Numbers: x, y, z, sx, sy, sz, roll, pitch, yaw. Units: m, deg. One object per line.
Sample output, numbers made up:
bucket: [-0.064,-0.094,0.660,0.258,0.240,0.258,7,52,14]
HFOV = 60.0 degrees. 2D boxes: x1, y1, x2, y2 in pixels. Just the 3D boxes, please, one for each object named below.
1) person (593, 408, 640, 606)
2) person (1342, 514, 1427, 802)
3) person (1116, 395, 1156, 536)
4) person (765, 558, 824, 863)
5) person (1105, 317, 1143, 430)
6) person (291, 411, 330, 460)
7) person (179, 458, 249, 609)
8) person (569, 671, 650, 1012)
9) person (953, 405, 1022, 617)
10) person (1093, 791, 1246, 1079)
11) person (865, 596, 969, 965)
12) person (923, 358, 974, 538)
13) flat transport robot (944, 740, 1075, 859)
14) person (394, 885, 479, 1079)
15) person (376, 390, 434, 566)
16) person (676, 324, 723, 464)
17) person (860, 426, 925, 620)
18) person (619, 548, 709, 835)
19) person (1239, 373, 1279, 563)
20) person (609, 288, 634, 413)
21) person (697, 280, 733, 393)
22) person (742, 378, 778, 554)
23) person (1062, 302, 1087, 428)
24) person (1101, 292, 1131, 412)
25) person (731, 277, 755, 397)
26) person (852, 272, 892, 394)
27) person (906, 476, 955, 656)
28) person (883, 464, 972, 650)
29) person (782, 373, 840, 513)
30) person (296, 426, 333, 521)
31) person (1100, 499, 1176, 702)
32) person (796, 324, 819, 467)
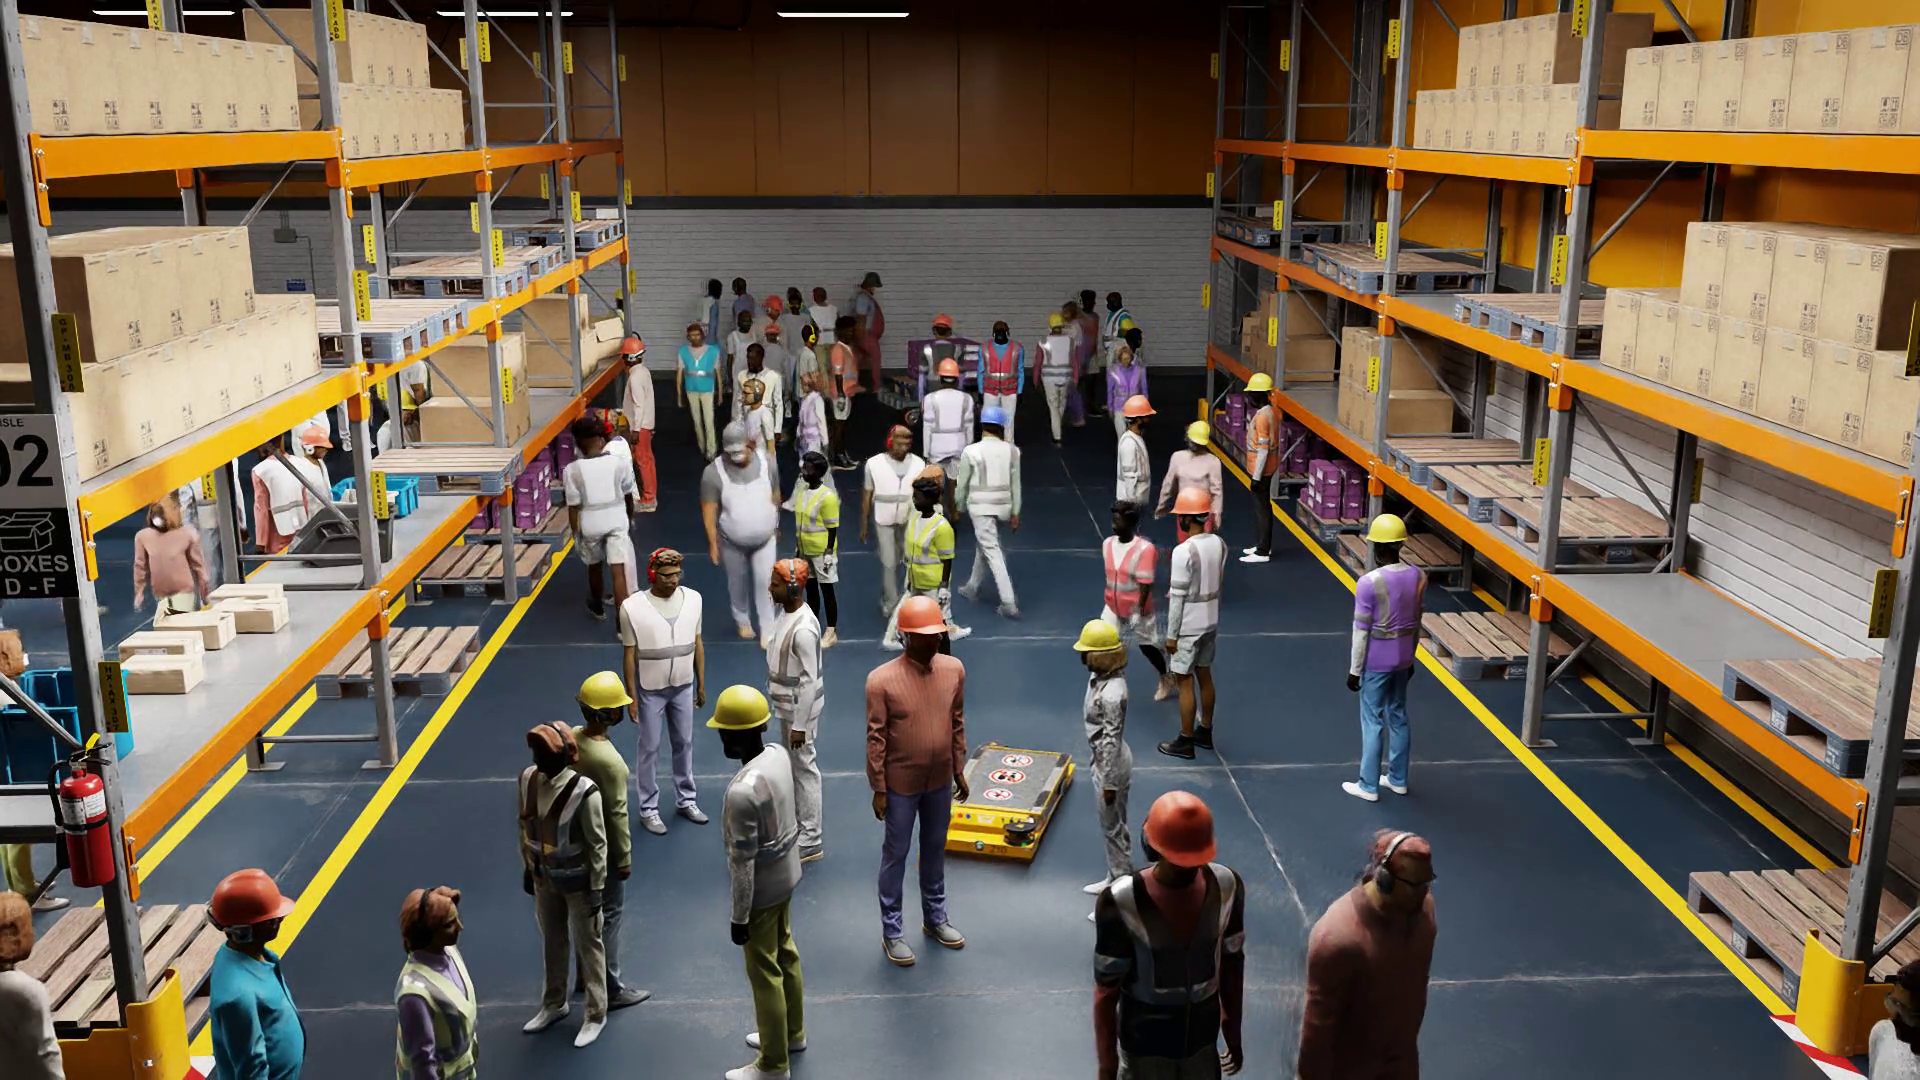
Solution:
person: [-3.149,-0.306,15.340,0.388,1.836,0.561,-1,14,-5]
person: [2.782,0.772,10.943,0.582,1.919,0.399,-9,17,-33]
person: [1.622,-0.381,15.407,0.340,1.942,0.552,2,14,8]
person: [-1.002,1.021,10.029,0.355,1.883,0.575,-4,15,-17]
person: [2.311,-2.226,23.124,0.514,1.708,0.813,-3,15,-12]
person: [-6.986,-0.996,17.942,0.394,1.892,0.636,-3,15,-11]
person: [-6.434,-0.094,14.361,0.402,1.909,0.599,7,16,27]
person: [-1.788,1.504,8.380,0.337,1.760,0.523,-11,18,-36]
person: [0.289,-0.274,15.111,0.594,1.890,1.016,-10,17,-33]
person: [0.804,1.894,6.320,0.611,2.030,0.410,-5,15,-17]
person: [-0.219,1.259,8.862,0.612,1.997,0.375,-10,17,-34]
person: [-0.128,-0.979,17.788,0.577,1.921,0.417,-3,15,-12]
flat transport robot: [0.296,1.650,10.769,0.652,0.197,1.431,4,15,14]
person: [-1.978,2.085,6.331,0.313,1.642,0.513,-1,14,-5]
person: [-5.478,-0.584,16.451,0.403,1.823,0.597,4,15,15]
person: [-3.384,-1.873,21.530,0.580,1.808,0.888,0,14,1]
person: [-0.540,-0.103,14.606,0.586,1.790,0.955,-6,16,-24]
person: [-1.860,0.932,10.476,0.560,1.836,0.394,-11,18,-36]
person: [3.017,-0.726,16.794,0.380,1.924,0.593,5,15,17]
person: [-5.066,-2.846,25.146,0.450,1.919,0.618,-9,17,-32]
person: [-4.009,-3.295,27.025,0.969,1.855,0.678,-10,17,-34]
person: [-2.059,-0.743,17.025,0.349,1.846,0.506,-8,16,-29]
person: [1.650,-2.559,24.220,0.401,1.818,0.797,2,14,7]
person: [2.374,-2.871,25.413,0.429,1.831,0.639,-5,15,-19]
person: [-3.463,-3.240,26.667,0.365,1.932,0.628,4,15,15]
person: [-1.440,-3.374,26.962,0.871,2.000,0.768,-1,14,-2]
person: [-0.254,0.335,13.090,0.316,1.695,0.542,-10,17,-34]
person: [-0.303,0.142,14.071,0.853,1.581,0.515,-6,16,-23]
person: [-1.741,-1.104,18.951,0.860,1.590,0.531,-6,15,-22]
person: [-5.762,-0.160,14.936,0.351,1.743,0.600,0,14,0]
person: [1.313,0.485,12.575,0.523,1.659,0.856,12,19,40]
person: [-1.914,-1.817,21.222,0.333,1.860,0.509,-7,16,-25]
